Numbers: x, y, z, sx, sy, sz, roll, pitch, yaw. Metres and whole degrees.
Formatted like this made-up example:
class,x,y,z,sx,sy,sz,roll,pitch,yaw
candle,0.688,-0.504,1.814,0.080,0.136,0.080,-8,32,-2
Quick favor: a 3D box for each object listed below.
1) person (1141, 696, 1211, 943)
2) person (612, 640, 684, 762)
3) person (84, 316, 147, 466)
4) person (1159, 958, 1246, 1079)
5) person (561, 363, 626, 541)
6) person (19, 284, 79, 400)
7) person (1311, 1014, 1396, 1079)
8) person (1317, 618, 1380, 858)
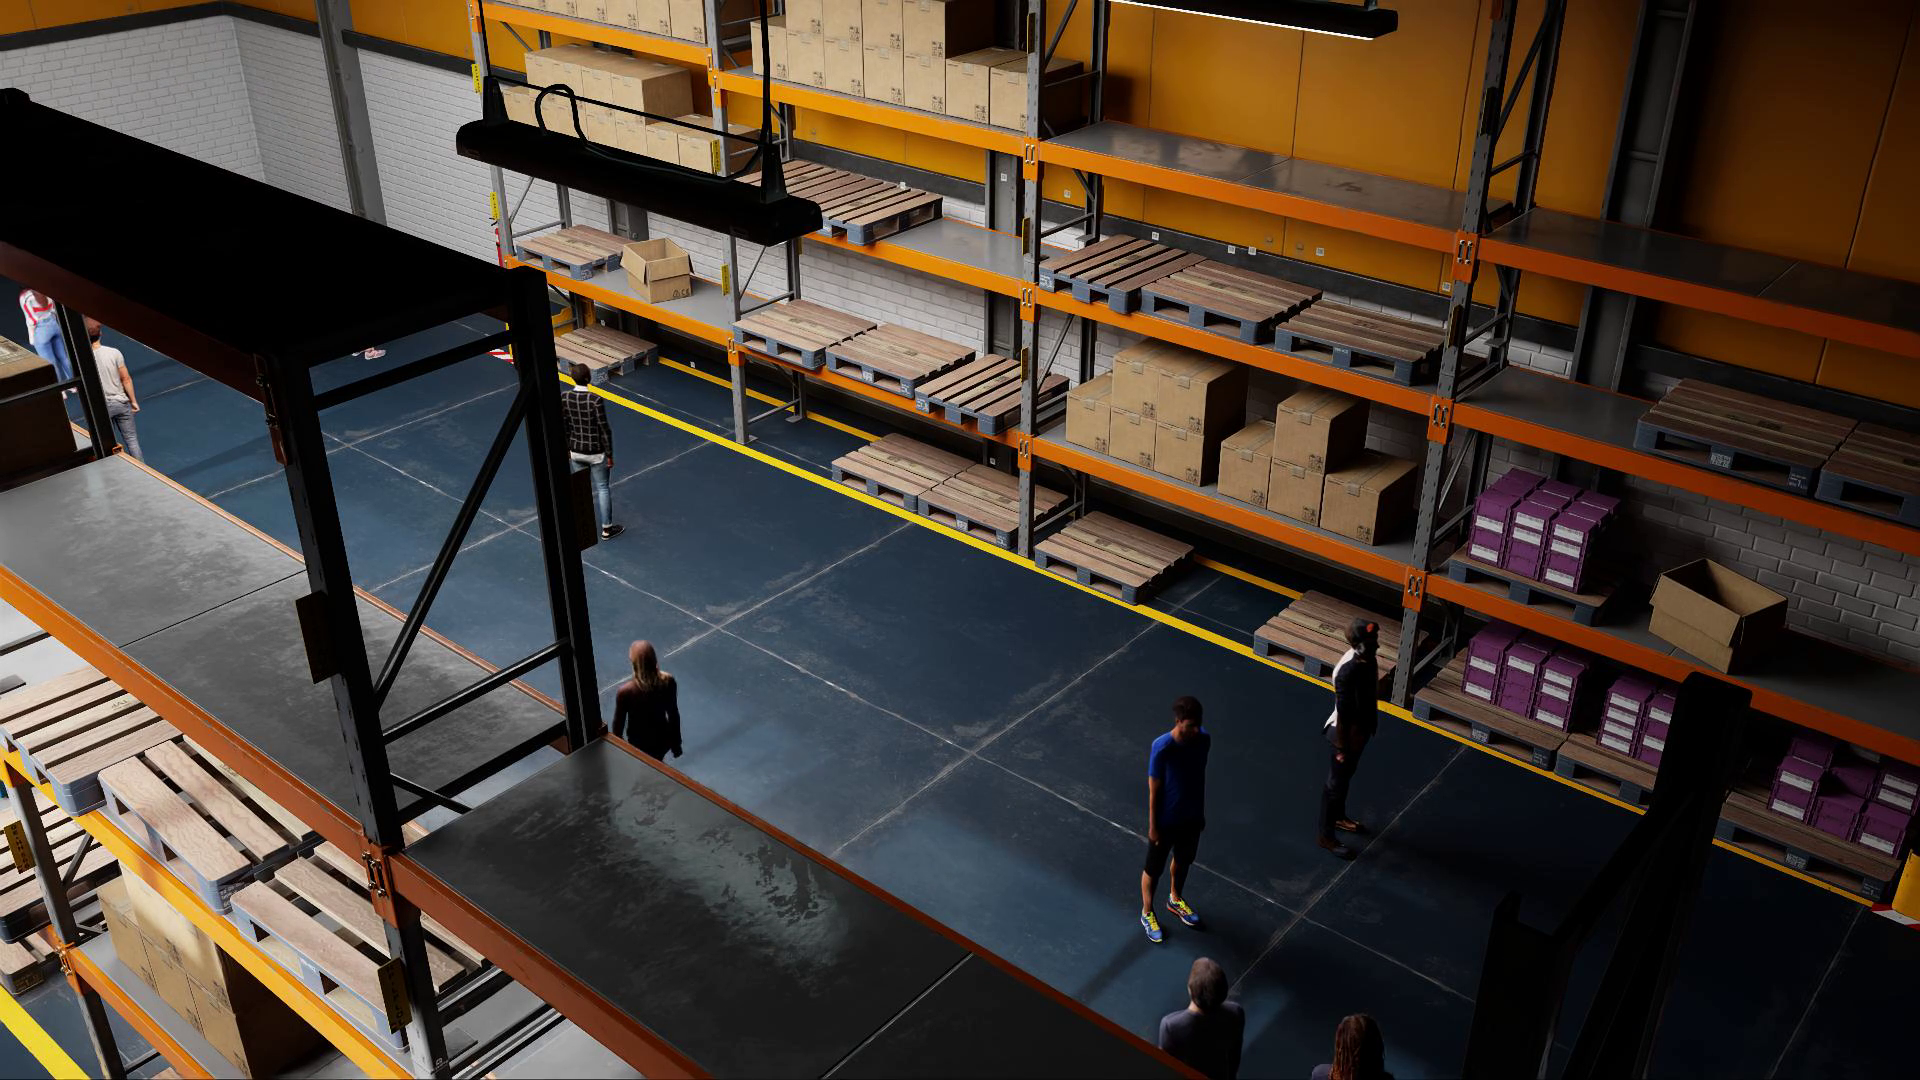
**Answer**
class,x,y,z,sx,sy,sz,roll,pitch,yaw
person,1.449,1.837,11.219,0.684,1.868,0.679,-15,32,-25
person,-2.195,1.536,11.983,0.754,1.664,1.166,-22,35,-34
person,-8.747,-1.384,17.096,0.735,1.895,0.678,-15,32,-25
person,1.282,3.014,9.039,0.757,1.889,0.773,-8,30,-15
person,-3.629,-0.863,16.220,0.650,1.820,0.797,8,30,14
person,-10.602,-2.425,19.300,0.612,1.612,0.646,11,30,19
person,2.021,3.260,8.765,0.751,1.720,0.810,4,29,7
person,2.814,1.388,12.017,0.648,1.893,0.719,15,32,25
